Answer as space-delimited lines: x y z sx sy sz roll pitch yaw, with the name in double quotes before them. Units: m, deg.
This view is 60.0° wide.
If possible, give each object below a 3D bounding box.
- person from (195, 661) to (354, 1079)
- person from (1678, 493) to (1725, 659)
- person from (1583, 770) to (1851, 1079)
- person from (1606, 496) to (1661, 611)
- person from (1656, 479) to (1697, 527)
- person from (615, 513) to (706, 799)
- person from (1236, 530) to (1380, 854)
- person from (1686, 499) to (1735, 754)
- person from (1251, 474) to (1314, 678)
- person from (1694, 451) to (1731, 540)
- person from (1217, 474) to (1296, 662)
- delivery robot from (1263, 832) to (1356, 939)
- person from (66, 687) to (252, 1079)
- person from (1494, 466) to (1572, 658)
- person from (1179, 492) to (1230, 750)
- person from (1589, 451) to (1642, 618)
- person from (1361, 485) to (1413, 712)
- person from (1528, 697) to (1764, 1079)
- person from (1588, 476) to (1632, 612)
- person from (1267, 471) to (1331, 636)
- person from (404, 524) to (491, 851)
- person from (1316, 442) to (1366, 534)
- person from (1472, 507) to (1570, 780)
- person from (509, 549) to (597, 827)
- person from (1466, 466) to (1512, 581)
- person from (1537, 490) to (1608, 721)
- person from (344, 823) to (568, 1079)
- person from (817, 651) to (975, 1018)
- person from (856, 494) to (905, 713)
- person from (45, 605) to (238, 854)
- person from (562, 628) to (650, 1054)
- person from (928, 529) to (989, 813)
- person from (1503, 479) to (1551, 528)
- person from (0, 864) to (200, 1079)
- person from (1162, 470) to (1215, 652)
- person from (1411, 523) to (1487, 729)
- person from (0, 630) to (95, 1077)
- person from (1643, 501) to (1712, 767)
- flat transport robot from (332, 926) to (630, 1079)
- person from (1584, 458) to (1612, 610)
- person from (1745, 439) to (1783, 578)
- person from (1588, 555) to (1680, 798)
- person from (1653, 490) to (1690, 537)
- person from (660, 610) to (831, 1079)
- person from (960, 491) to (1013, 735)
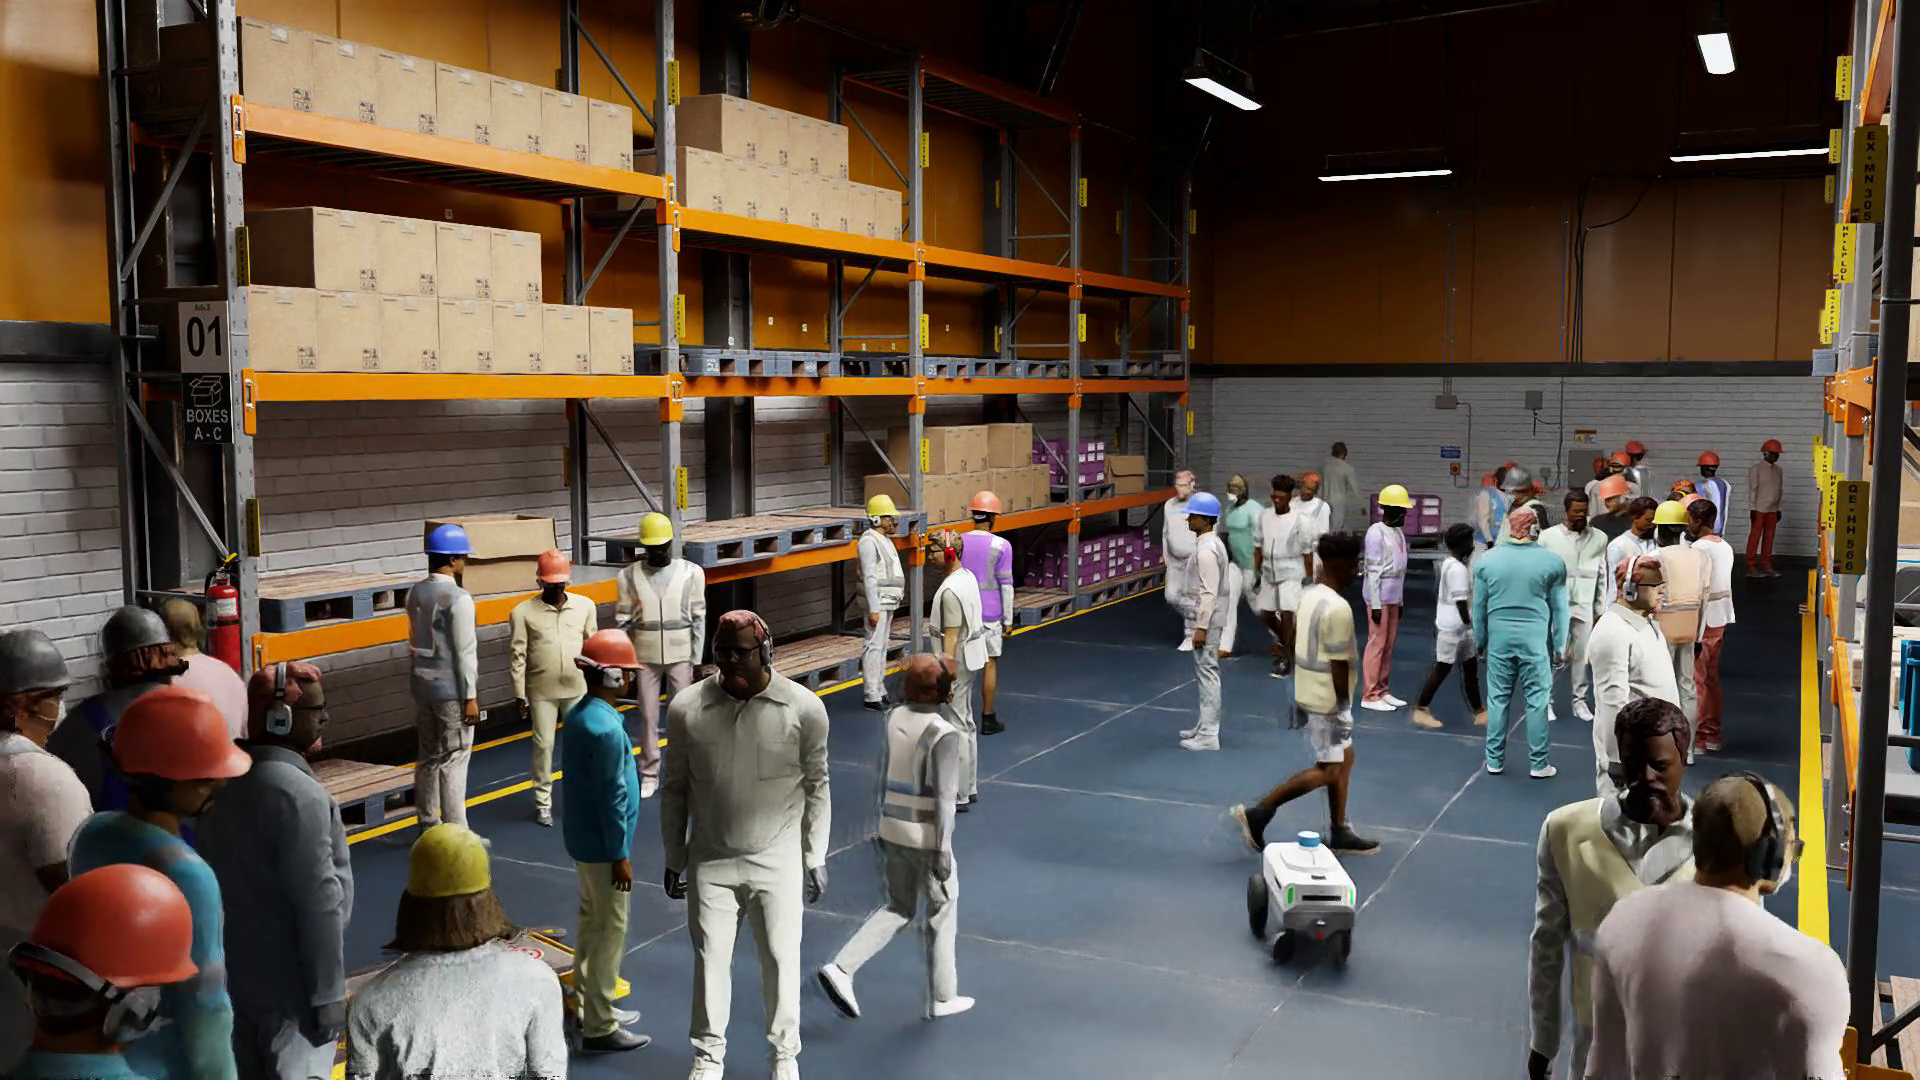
"person" -2.083 1.323 5.171 0.648 1.904 0.401 5 7 40
"person" 5.641 0.600 12.855 0.545 1.928 0.402 5 7 42
"person" 1.592 1.462 3.731 0.886 1.902 0.619 -2 6 -17
"person" 5.219 0.608 12.870 0.602 1.906 0.411 -3 6 -33
"person" 6.697 0.374 15.490 0.574 1.883 0.360 0 5 -2
"person" -1.991 0.772 11.073 0.601 1.912 0.420 -1 5 -7
"person" 2.032 0.899 9.593 0.804 1.932 0.598 0 5 -1
"person" 5.570 0.647 12.453 0.598 1.907 0.409 -5 7 -44
"person" 3.088 0.330 15.716 0.638 1.936 0.669 5 7 43
"person" 9.276 -0.132 20.650 0.550 1.935 0.376 -3 6 -25
"person" 2.929 0.274 16.613 0.916 1.897 0.640 -3 6 -26
"delivery robot" 1.697 1.670 8.112 0.477 0.478 0.707 0 5 1
"person" -2.045 1.362 4.193 0.705 2.019 0.573 4 7 38
"person" 5.647 0.229 16.208 0.862 2.000 0.709 1 5 9
"person" 1.852 0.609 12.601 0.376 1.950 0.613 1 5 9
"person" 7.717 -0.052 19.551 0.620 1.986 0.409 5 7 43
"person" 3.624 0.490 14.088 0.393 1.919 0.582 4 7 39
"person" 1.872 1.372 4.569 0.598 1.917 0.375 2 6 21
"person" 5.976 0.388 15.011 0.890 1.959 0.634 -5 7 -43
"person" 3.660 0.177 17.834 0.355 1.844 0.743 -4 6 -35
"person" -3.015 0.877 9.783 0.605 1.940 0.404 5 7 42
"person" 5.630 -0.503 24.773 0.813 1.898 0.682 -3 6 -33
"person" 3.942 0.719 11.691 0.648 1.900 0.401 3 6 30
"person" -2.518 0.919 10.409 0.574 1.738 0.352 -3 6 -30
"person" 6.516 -0.032 20.483 0.648 1.789 0.889 -2 6 -23
"person" 5.002 0.537 13.632 0.588 1.909 0.402 0 5 -2
"person" -1.168 1.531 3.884 0.503 1.721 0.443 -3 6 -27
"person" -0.254 1.285 7.142 0.644 1.611 0.540 -4 7 -37
"person" -0.668 0.531 14.065 0.403 1.835 0.588 1 5 9
"person" -2.901 1.179 5.990 0.737 2.000 1.043 -1 5 -6
"person" -1.470 1.238 6.941 0.354 1.742 0.570 -2 6 -24
"person" -0.020 0.841 10.734 0.394 1.836 0.560 1 5 9
"person" 6.084 0.225 17.786 0.343 1.749 0.573 -4 7 -39
"person" -1.444 1.525 2.722 0.654 1.961 0.517 -1 5 -13
"person" 2.392 0.207 17.299 0.657 1.884 0.525 5 7 44
"person" 3.961 0.697 13.244 0.738 1.667 0.545 2 6 17
"person" -3.004 1.252 5.203 0.686 2.000 1.015 4 7 38
"person" 5.090 0.681 11.952 0.586 1.928 0.369 -2 6 -16
"flat transport robot" -2.197 1.952 7.089 1.431 0.197 0.652 -5 7 -44
"person" 7.782 -0.073 20.383 0.377 1.876 0.582 1 5 10
"person" 11.542 -0.447 23.803 0.611 1.985 0.412 -2 6 -24
"person" 3.381 1.027 8.341 0.409 1.909 0.643 4 6 34
"person" 6.045 0.514 14.048 0.328 1.874 0.517 -2 6 -25
"person" -0.824 1.211 6.354 0.654 1.906 0.406 0 5 1
"person" 0.167 0.574 13.127 0.549 1.927 0.393 2 6 23
